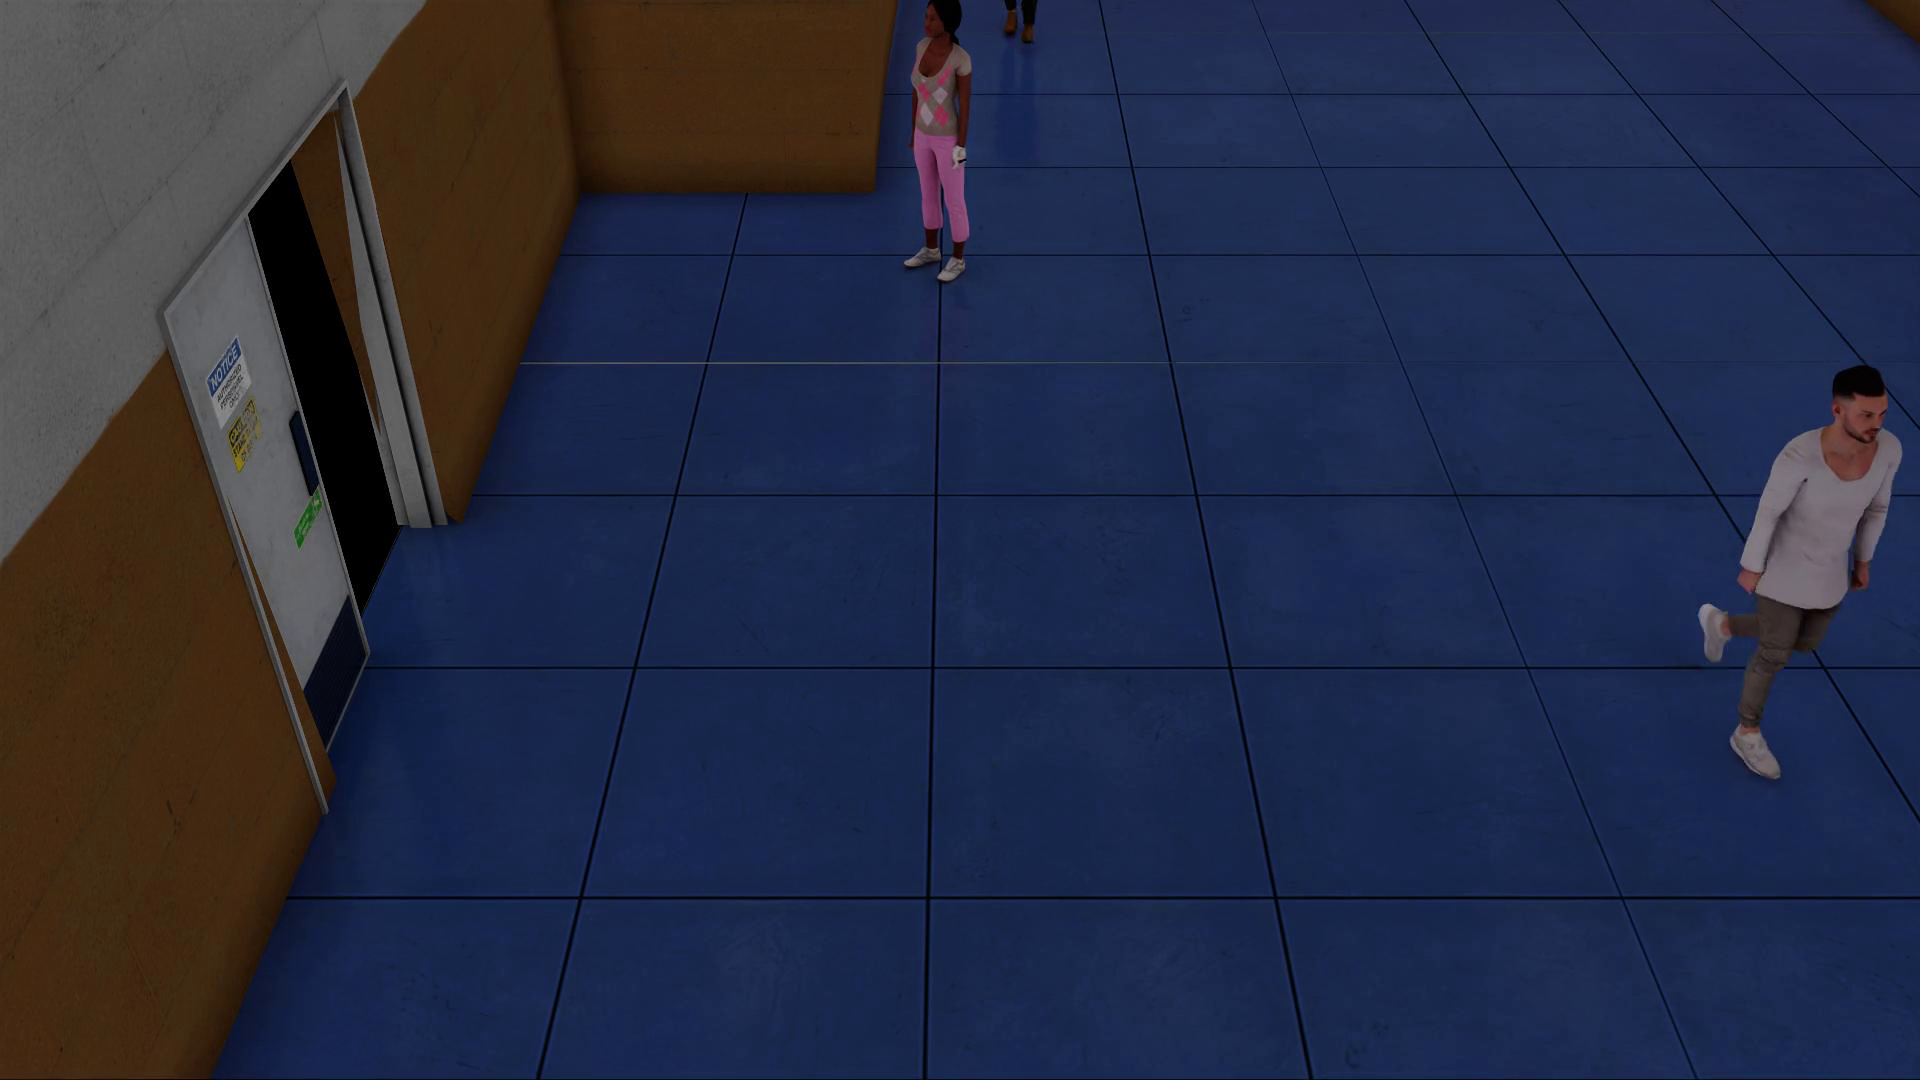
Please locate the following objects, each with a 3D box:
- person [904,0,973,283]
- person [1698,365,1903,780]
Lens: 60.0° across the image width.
[{"bbox_3d":[-0.115,-2.402,9.961,0.647,1.740,0.712,30,46,33],"label":"person"},{"bbox_3d":[3.312,0.057,6.616,1.031,1.823,0.908,-9,38,-12],"label":"person"}]
